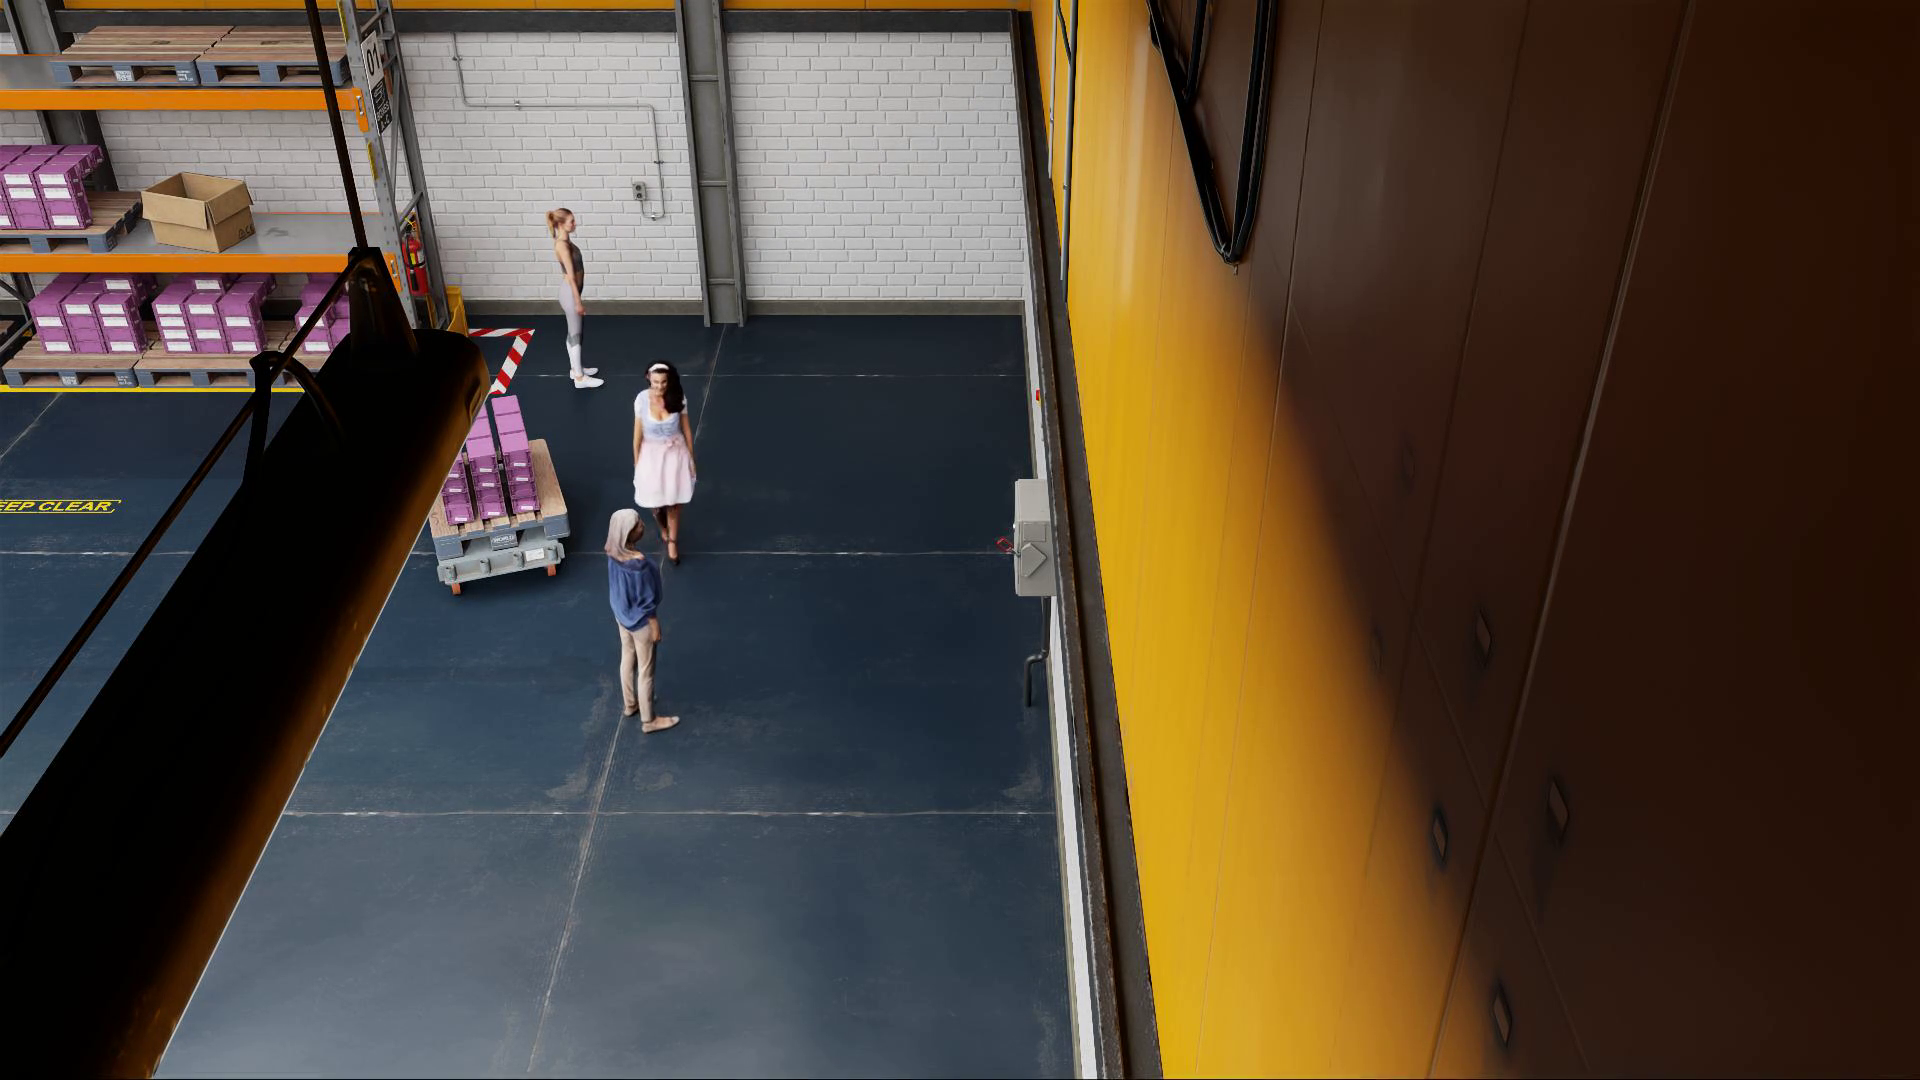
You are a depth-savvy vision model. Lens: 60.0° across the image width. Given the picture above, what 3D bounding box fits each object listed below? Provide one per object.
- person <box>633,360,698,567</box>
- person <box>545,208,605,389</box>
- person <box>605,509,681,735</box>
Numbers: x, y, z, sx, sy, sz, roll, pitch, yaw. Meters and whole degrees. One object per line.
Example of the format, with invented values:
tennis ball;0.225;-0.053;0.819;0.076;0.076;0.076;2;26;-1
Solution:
person;-2.277;-0.612;12.683;0.799;1.795;0.834;-7;34;-10
person;-3.548;-2.217;15.176;0.619;1.707;0.628;-11;35;-16
person;-2.159;0.520;11.068;0.755;1.697;0.711;-25;41;-32
